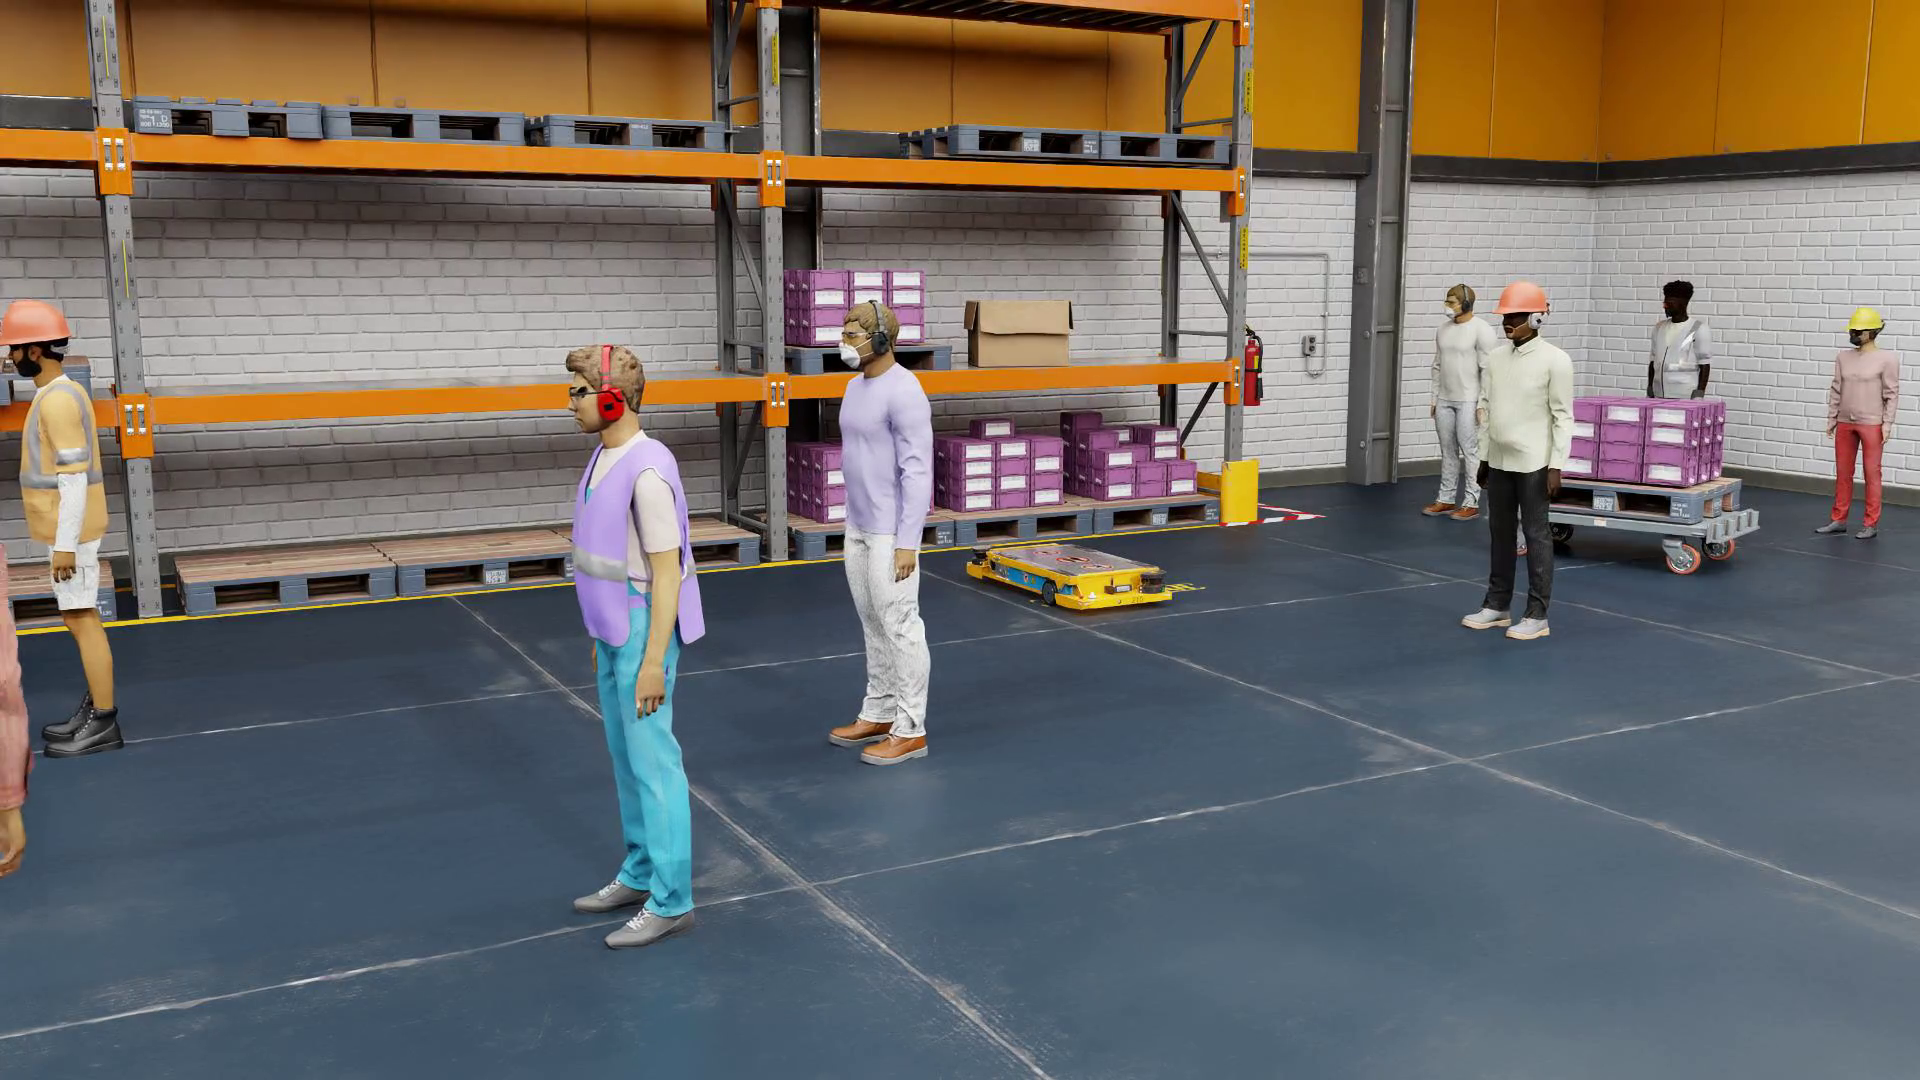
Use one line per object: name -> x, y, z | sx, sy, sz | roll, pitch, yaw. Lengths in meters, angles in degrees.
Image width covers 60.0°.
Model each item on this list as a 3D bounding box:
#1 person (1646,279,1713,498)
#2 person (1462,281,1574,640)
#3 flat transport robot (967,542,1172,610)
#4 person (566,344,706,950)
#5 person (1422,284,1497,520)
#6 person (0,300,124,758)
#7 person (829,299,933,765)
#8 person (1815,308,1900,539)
person -> 6.286, -1.298, 14.620 | 0.366, 1.963, 0.610 | -5, 10, -26
person -> 3.128, -0.444, 9.319 | 0.395, 1.993, 0.616 | -5, 10, -26
flat transport robot -> 0.667, 0.207, 10.595 | 0.652, 0.197, 1.431 | -5, 11, -28
person -> -0.993, 0.321, 5.122 | 0.381, 1.841, 0.566 | -5, 10, -26
person -> 4.118, -1.132, 13.690 | 0.362, 1.936, 0.631 | -5, 10, -26
person -> -3.824, -0.044, 7.064 | 0.374, 1.934, 0.549 | -5, 10, -26
person -> -0.327, -0.033, 6.990 | 0.362, 1.938, 0.631 | -5, 10, -26
person -> 6.890, -0.890, 12.745 | 0.327, 1.765, 0.528 | -5, 10, -26
